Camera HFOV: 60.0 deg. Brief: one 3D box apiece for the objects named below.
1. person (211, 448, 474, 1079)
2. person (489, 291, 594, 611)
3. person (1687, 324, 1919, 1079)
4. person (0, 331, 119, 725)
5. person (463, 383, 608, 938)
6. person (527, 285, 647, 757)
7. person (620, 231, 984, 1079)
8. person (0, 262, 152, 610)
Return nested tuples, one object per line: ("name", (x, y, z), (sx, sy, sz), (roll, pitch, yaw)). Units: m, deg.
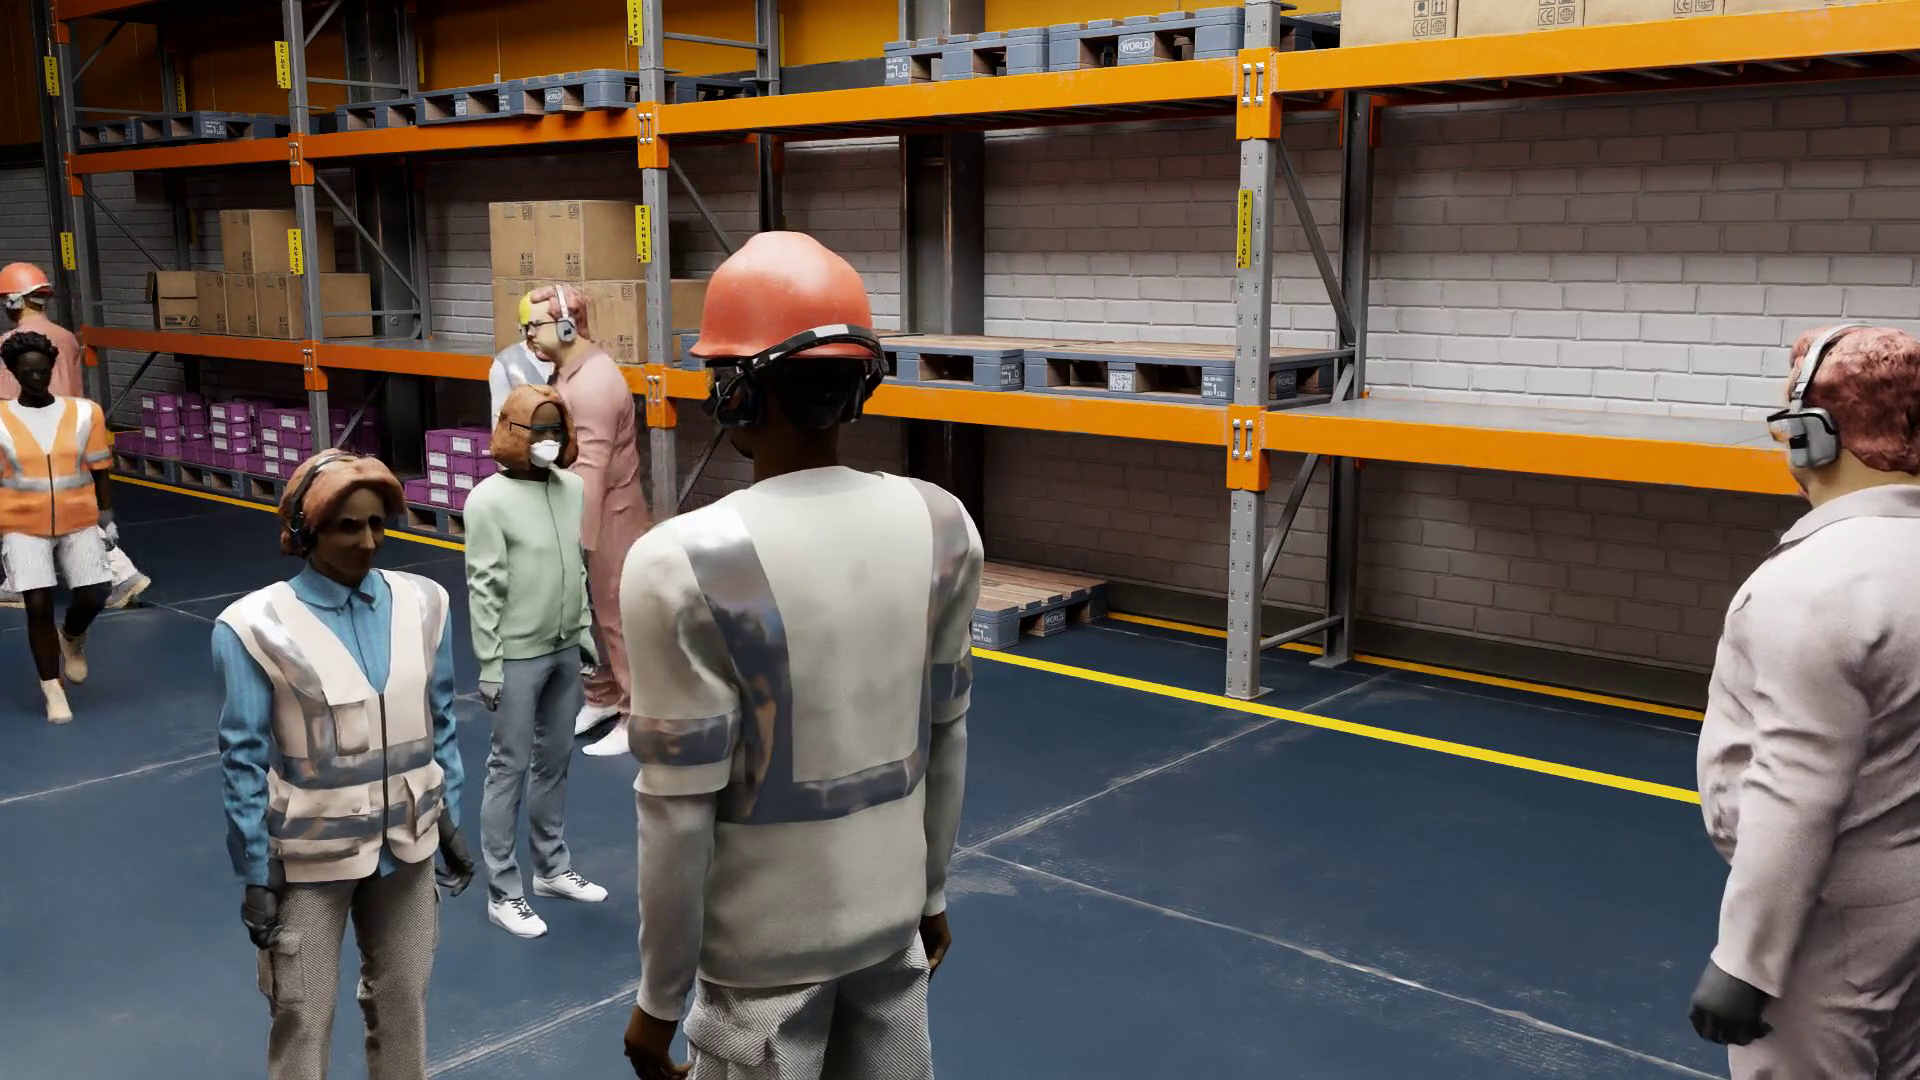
("person", (-1.210, 0.634, 3.316), (0.308, 1.639, 0.510), (8, 13, 37))
("person", (-2.283, -0.481, 9.216), (0.611, 1.790, 0.783), (-6, 11, -29))
("person", (1.416, 0.602, 2.751), (0.637, 1.904, 0.403), (-7, 12, -36))
("person", (-3.946, -0.067, 7.179), (0.540, 1.676, 0.526), (-7, 12, -36))
("person", (-1.258, 0.345, 4.973), (0.277, 1.631, 0.507), (5, 11, 25))
("person", (-1.456, -0.061, 6.600), (0.495, 1.881, 0.653), (-5, 11, -26))
("person", (-0.248, 0.569, 2.533), (0.608, 2.044, 0.370), (-9, 14, -43))
("person", (-5.033, -0.559, 9.235), (0.991, 1.957, 0.611), (0, 10, 0))
